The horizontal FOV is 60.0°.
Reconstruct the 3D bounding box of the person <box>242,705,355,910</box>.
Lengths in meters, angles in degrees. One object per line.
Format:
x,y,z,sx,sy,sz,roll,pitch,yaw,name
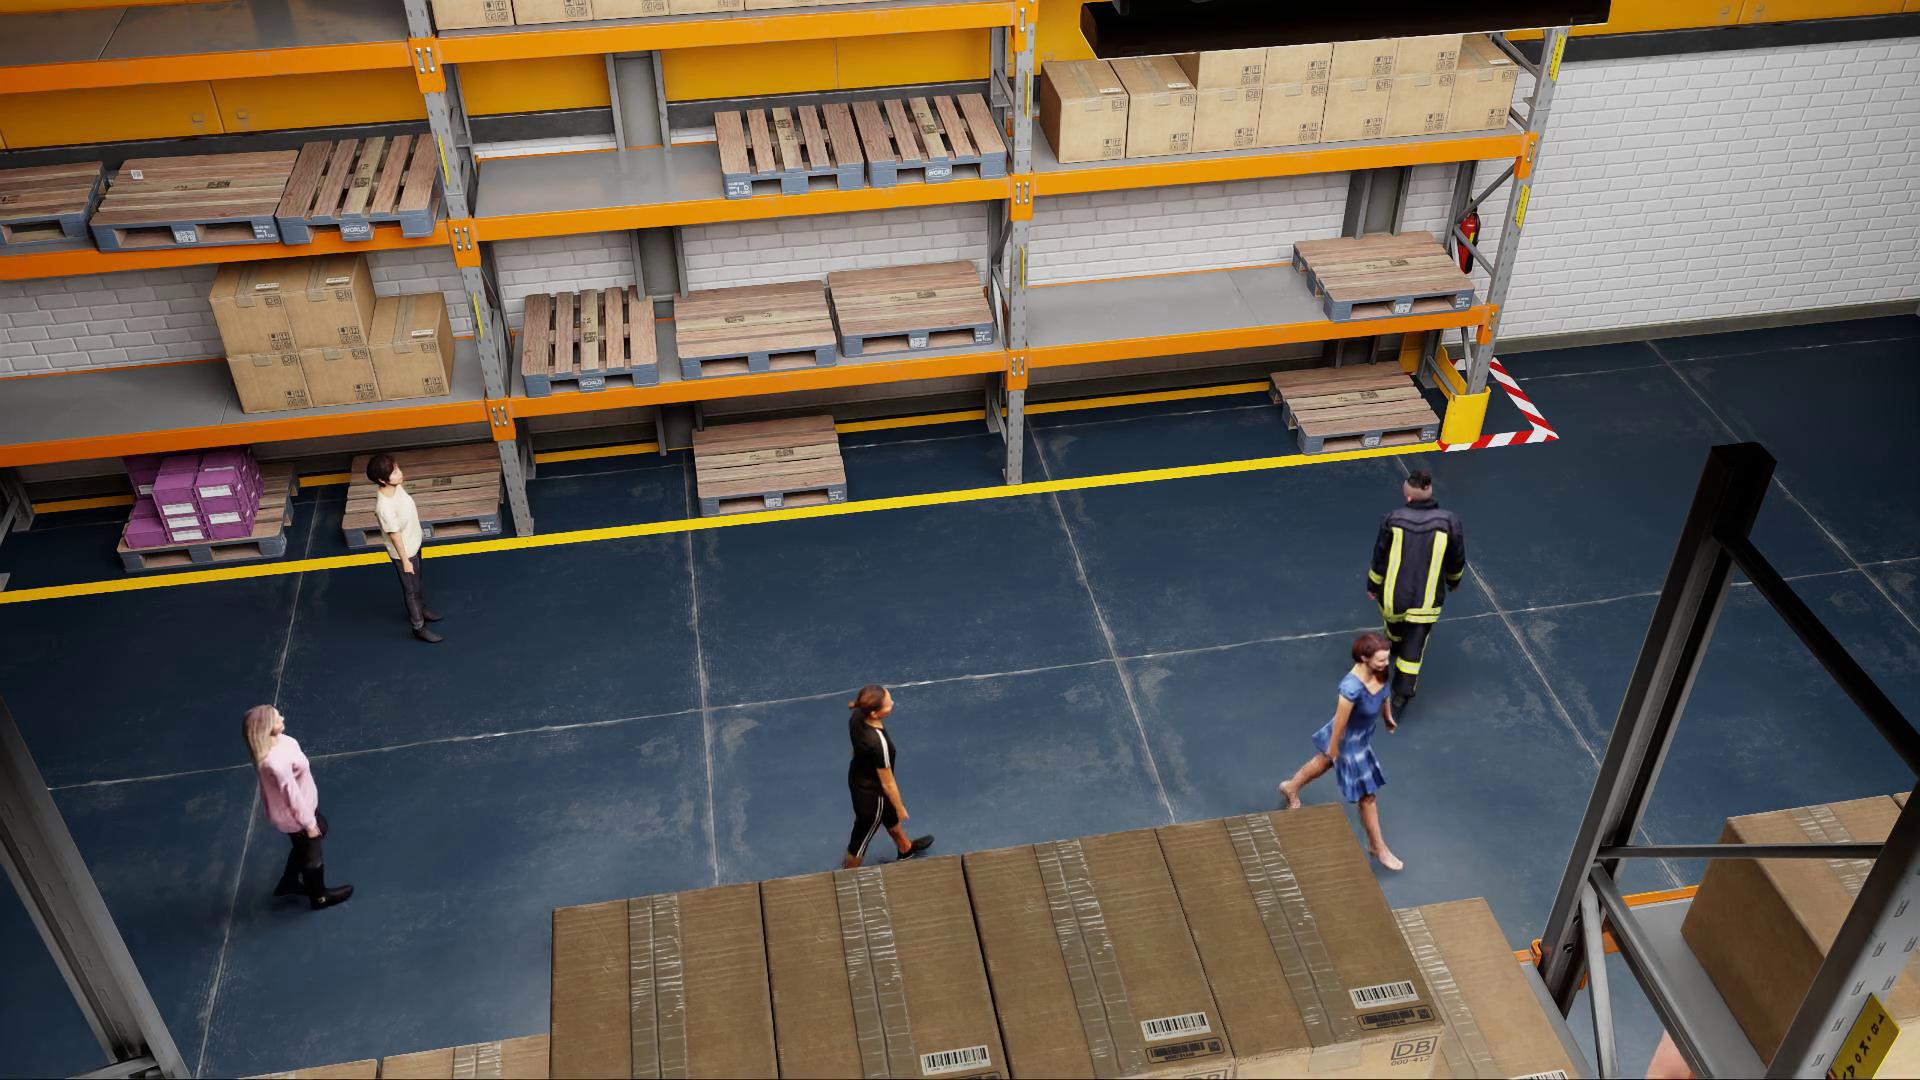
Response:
-4.057,1.632,9.893,0.783,1.678,0.734,-24,44,-27,person

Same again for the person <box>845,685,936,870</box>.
-0.618,1.524,10.055,0.942,1.646,0.705,-12,40,-15,person

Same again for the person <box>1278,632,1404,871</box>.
2.369,1.229,10.337,1.201,1.754,1.099,21,43,24,person

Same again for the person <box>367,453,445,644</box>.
-3.989,0.048,11.949,0.461,1.588,0.589,-7,39,-8,person

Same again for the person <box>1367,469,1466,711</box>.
3.087,0.351,11.377,1.239,1.829,1.152,10,40,12,person
